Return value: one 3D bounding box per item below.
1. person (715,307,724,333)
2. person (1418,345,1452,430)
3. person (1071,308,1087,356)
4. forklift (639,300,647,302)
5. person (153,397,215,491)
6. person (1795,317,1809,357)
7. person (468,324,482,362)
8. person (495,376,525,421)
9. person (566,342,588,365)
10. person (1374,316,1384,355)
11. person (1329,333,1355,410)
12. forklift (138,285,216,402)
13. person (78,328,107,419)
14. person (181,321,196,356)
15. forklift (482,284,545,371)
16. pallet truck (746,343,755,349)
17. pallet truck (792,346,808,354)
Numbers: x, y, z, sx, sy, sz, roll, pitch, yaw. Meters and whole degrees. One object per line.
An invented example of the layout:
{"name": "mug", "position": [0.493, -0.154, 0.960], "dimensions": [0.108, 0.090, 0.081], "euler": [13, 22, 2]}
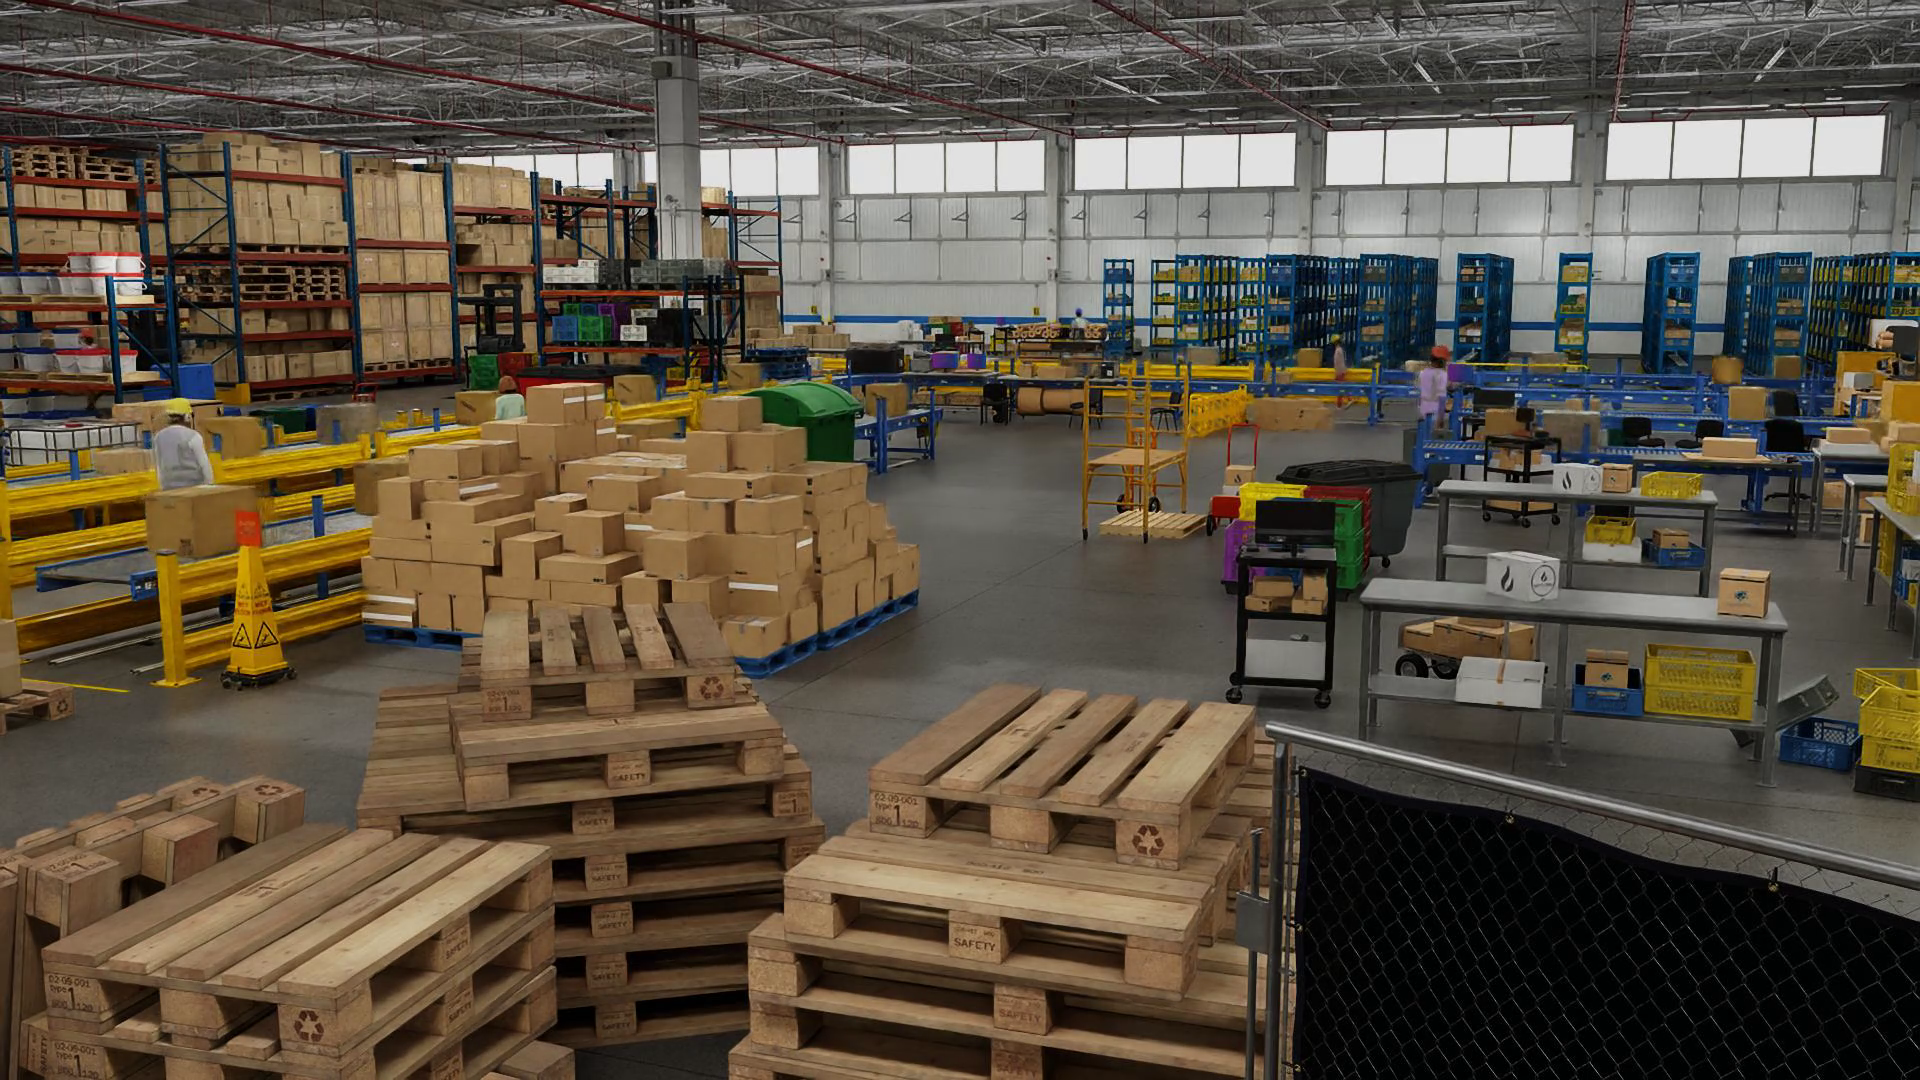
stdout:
{"name": "person", "position": [-8.428, -7.204, 58.240], "dimensions": [0.619, 1.966, 0.972], "euler": [4, 10, 22]}
{"name": "person", "position": [6.960, -1.842, 24.331], "dimensions": [0.516, 2.018, 0.624], "euler": [-4, 10, -23]}
{"name": "person", "position": [3.942, -6.740, 55.388], "dimensions": [0.616, 1.929, 0.508], "euler": [-3, 10, -20]}
{"name": "forklift", "position": [-9.169, -6.362, 50.037], "dimensions": [1.129, 2.768, 1.873], "euler": [3, 9, 17]}
{"name": "person", "position": [-7.981, -0.574, 17.096], "dimensions": [0.584, 1.795, 0.914], "euler": [5, 10, 27]}
{"name": "person", "position": [24.355, -5.560, 48.257], "dimensions": [0.392, 1.839, 0.563], "euler": [4, 10, 22]}
{"name": "person", "position": [-13.075, -5.018, 45.237], "dimensions": [0.523, 1.724, 0.908], "euler": [3, 9, 17]}
{"name": "person", "position": [-6.329, -1.499, 23.449], "dimensions": [0.286, 1.626, 0.497], "euler": [7, 11, 37]}
{"name": "person", "position": [-9.533, -4.381, 41.362], "dimensions": [0.540, 1.679, 0.576], "euler": [-1, 9, -6]}
{"name": "person", "position": [13.181, -6.209, 52.440], "dimensions": [0.677, 1.810, 0.597], "euler": [4, 10, 23]}
{"name": "person", "position": [8.519, -3.756, 37.270], "dimensions": [0.535, 1.740, 0.528], "euler": [3, 9, 17]}
{"name": "forklift", "position": [-17.480, -4.200, 36.461], "dimensions": [1.873, 2.768, 1.129], "euler": [3, 10, 19]}
{"name": "person", "position": [-18.356, -3.524, 35.209], "dimensions": [0.402, 1.922, 0.582], "euler": [2, 9, 15]}
{"name": "person", "position": [-20.407, -4.871, 43.973], "dimensions": [0.614, 1.822, 0.413], "euler": [4, 10, 23]}
{"name": "forklift", "position": [-10.832, -4.702, 39.610], "dimensions": [1.129, 2.768, 1.873], "euler": [3, 10, 20]}
{"name": "pallet truck", "position": [-6.183, -4.618, 44.264], "dimensions": [1.601, 1.201, 0.680], "euler": [-9, 12, -43]}
{"name": "pallet truck", "position": [-3.705, -4.298, 42.022], "dimensions": [0.653, 1.274, 1.630], "euler": [3, 10, 20]}
